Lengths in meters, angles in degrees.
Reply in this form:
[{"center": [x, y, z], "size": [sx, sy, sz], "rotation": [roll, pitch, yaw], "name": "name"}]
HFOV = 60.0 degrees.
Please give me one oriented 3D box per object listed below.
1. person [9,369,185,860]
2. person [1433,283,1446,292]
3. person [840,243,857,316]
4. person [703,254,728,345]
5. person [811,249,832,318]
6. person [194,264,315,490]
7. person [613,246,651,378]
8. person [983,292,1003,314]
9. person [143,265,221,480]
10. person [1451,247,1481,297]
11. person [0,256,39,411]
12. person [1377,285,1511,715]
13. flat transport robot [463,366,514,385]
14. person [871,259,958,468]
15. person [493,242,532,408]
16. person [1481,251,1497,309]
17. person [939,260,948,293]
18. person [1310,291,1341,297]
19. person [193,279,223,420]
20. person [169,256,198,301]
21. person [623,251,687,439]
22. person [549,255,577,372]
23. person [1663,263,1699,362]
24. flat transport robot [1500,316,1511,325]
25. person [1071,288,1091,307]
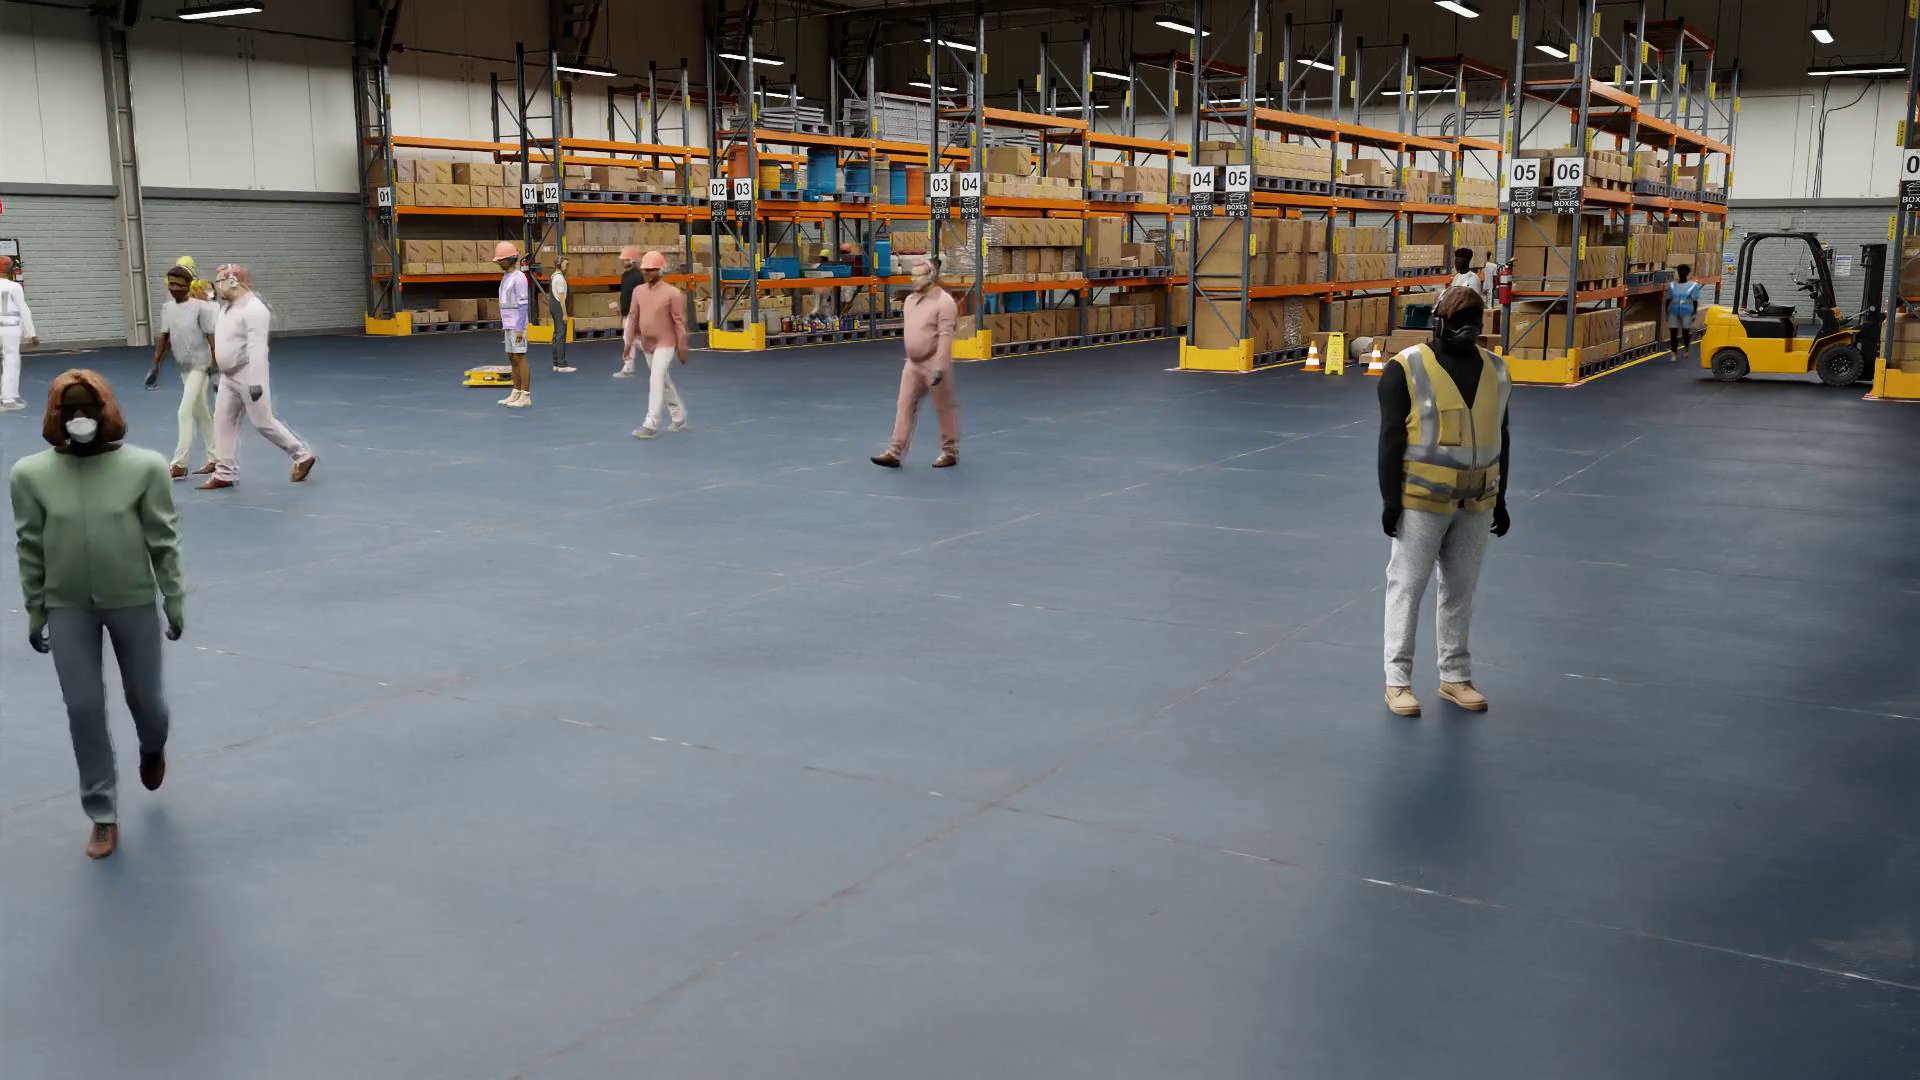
[{"center": [-2.907, 0.215, 5.671], "size": [0.499, 1.621, 0.614], "rotation": [-4, 11, -19], "name": "person"}, {"center": [12.128, -6.380, 41.911], "size": [0.641, 1.875, 0.642], "rotation": [-1, 10, -3], "name": "person"}, {"center": [-2.743, -5.973, 39.217], "size": [0.615, 2.026, 0.691], "rotation": [3, 11, 19], "name": "person"}, {"center": [-4.848, -4.787, 33.052], "size": [0.518, 1.843, 0.715], "rotation": [6, 12, 30], "name": "person"}, {"center": [-3.137, -5.618, 37.551], "size": [0.586, 1.903, 0.845], "rotation": [6, 12, 29], "name": "person"}, {"center": [-5.928, -1.369, 13.889], "size": [0.666, 1.861, 0.939], "rotation": [8, 13, 39], "name": "person"}, {"center": [-4.906, -3.444, 25.160], "size": [0.747, 1.978, 0.626], "rotation": [-6, 12, -31], "name": "person"}, {"center": [0.602, -5.026, 34.433], "size": [0.595, 1.827, 0.564], "rotation": [5, 11, 24], "name": "person"}, {"center": [-6.713, -1.429, 14.274], "size": [0.560, 1.829, 0.855], "rotation": [6, 12, 29], "name": "person"}, {"center": [6.983, -3.081, 23.152], "size": [0.361, 1.965, 0.613], "rotation": [-2, 10, -13], "name": "person"}, {"center": [-11.521, -2.516, 20.258], "size": [0.598, 1.861, 0.639], "rotation": [4, 11, 22], "name": "person"}, {"center": [2.098, -0.166, 7.178], "size": [0.619, 1.845, 0.430], "rotation": [-2, 10, -13], "name": "person"}, {"center": [-6.669, -2.372, 23.931], "size": [0.652, 0.197, 1.431], "rotation": [-1, 10, -4], "name": "flat transport robot"}, {"center": [-0.367, -1.552, 14.846], "size": [0.663, 1.862, 0.947], "rotation": [10, 14, 43], "name": "person"}, {"center": [-5.527, -2.641, 20.502], "size": [0.391, 2.034, 0.605], "rotation": [-7, 12, -33], "name": "person"}, {"center": [12.388, -5.893, 39.219], "size": [0.510, 1.860, 0.334], "rotation": [2, 10, 13], "name": "person"}, {"center": [-0.497, -5.121, 35.335], "size": [0.540, 1.695, 0.317], "rotation": [1, 10, 7], "name": "person"}, {"center": [8.030, -5.509, 36.546], "size": [0.708, 2.000, 0.616], "rotation": [5, 11, 25], "name": "person"}, {"center": [-8.578, -2.178, 19.075], "size": [0.500, 1.615, 0.520], "rotation": [4, 11, 19], "name": "person"}, {"center": [-12.911, -3.838, 27.824], "size": [0.614, 1.809, 0.438], "rotation": [3, 11, 17], "name": "person"}, {"center": [-3.178, -2.062, 17.537], "size": [0.618, 1.949, 1.016], "rotation": [6, 12, 31], "name": "person"}, {"center": [-6.276, -3.554, 26.159], "size": [0.344, 1.841, 0.506], "rotation": [-5, 11, -27], "name": "person"}, {"center": [12.291, -3.869, 28.359], "size": [0.540, 1.682, 0.447], "rotation": [6, 12, 32], "name": "person"}, {"center": [13.381, -5.386, 40.816], "size": [0.652, 0.197, 1.431], "rotation": [4, 11, 20], "name": "flat transport robot"}, {"center": [2.847, -5.985, 39.370], "size": [0.644, 1.981, 0.423], "rotation": [10, 14, 43], "name": "person"}]
